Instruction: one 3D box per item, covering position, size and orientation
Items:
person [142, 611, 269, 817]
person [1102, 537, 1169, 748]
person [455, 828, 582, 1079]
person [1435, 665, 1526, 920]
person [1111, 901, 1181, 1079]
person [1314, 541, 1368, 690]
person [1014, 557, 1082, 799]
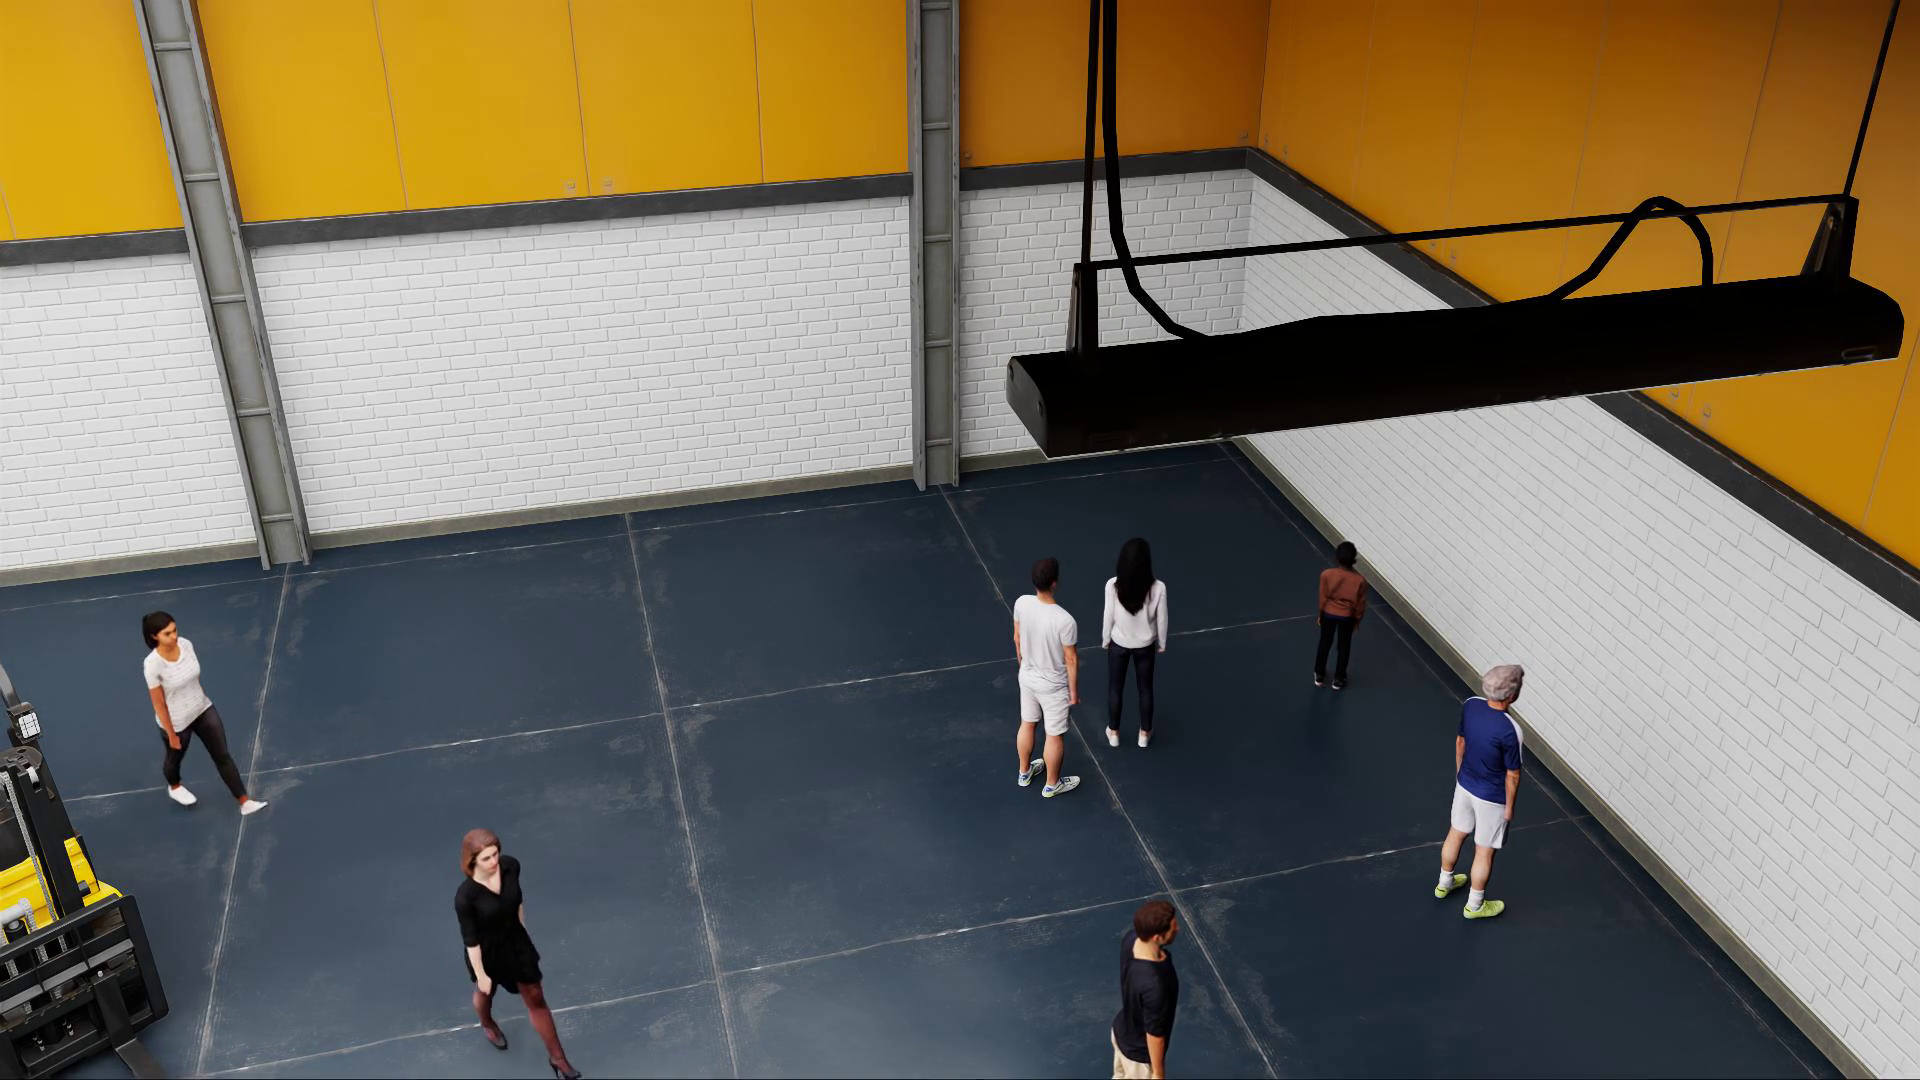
[{"bbox_3d":[-5.361,1.205,11.365,1.148,1.591,1.036,13,31,22],"label":"person"},{"bbox_3d":[1.251,0.746,12.090,0.594,1.701,0.746,2,29,4],"label":"person"},{"bbox_3d":[-2.651,2.277,9.319,1.052,1.667,1.070,21,35,33],"label":"person"},{"bbox_3d":[3.293,1.560,10.455,0.649,1.839,0.692,-16,32,-27],"label":"person"},{"bbox_3d":[0.915,2.580,8.572,0.538,1.851,0.638,-6,29,-11],"label":"person"},{"bbox_3d":[2.925,0.577,12.869,0.558,1.253,0.644,10,30,17],"label":"person"},{"bbox_3d":[0.586,0.952,11.552,0.770,1.855,0.776,23,36,35],"label":"person"}]
